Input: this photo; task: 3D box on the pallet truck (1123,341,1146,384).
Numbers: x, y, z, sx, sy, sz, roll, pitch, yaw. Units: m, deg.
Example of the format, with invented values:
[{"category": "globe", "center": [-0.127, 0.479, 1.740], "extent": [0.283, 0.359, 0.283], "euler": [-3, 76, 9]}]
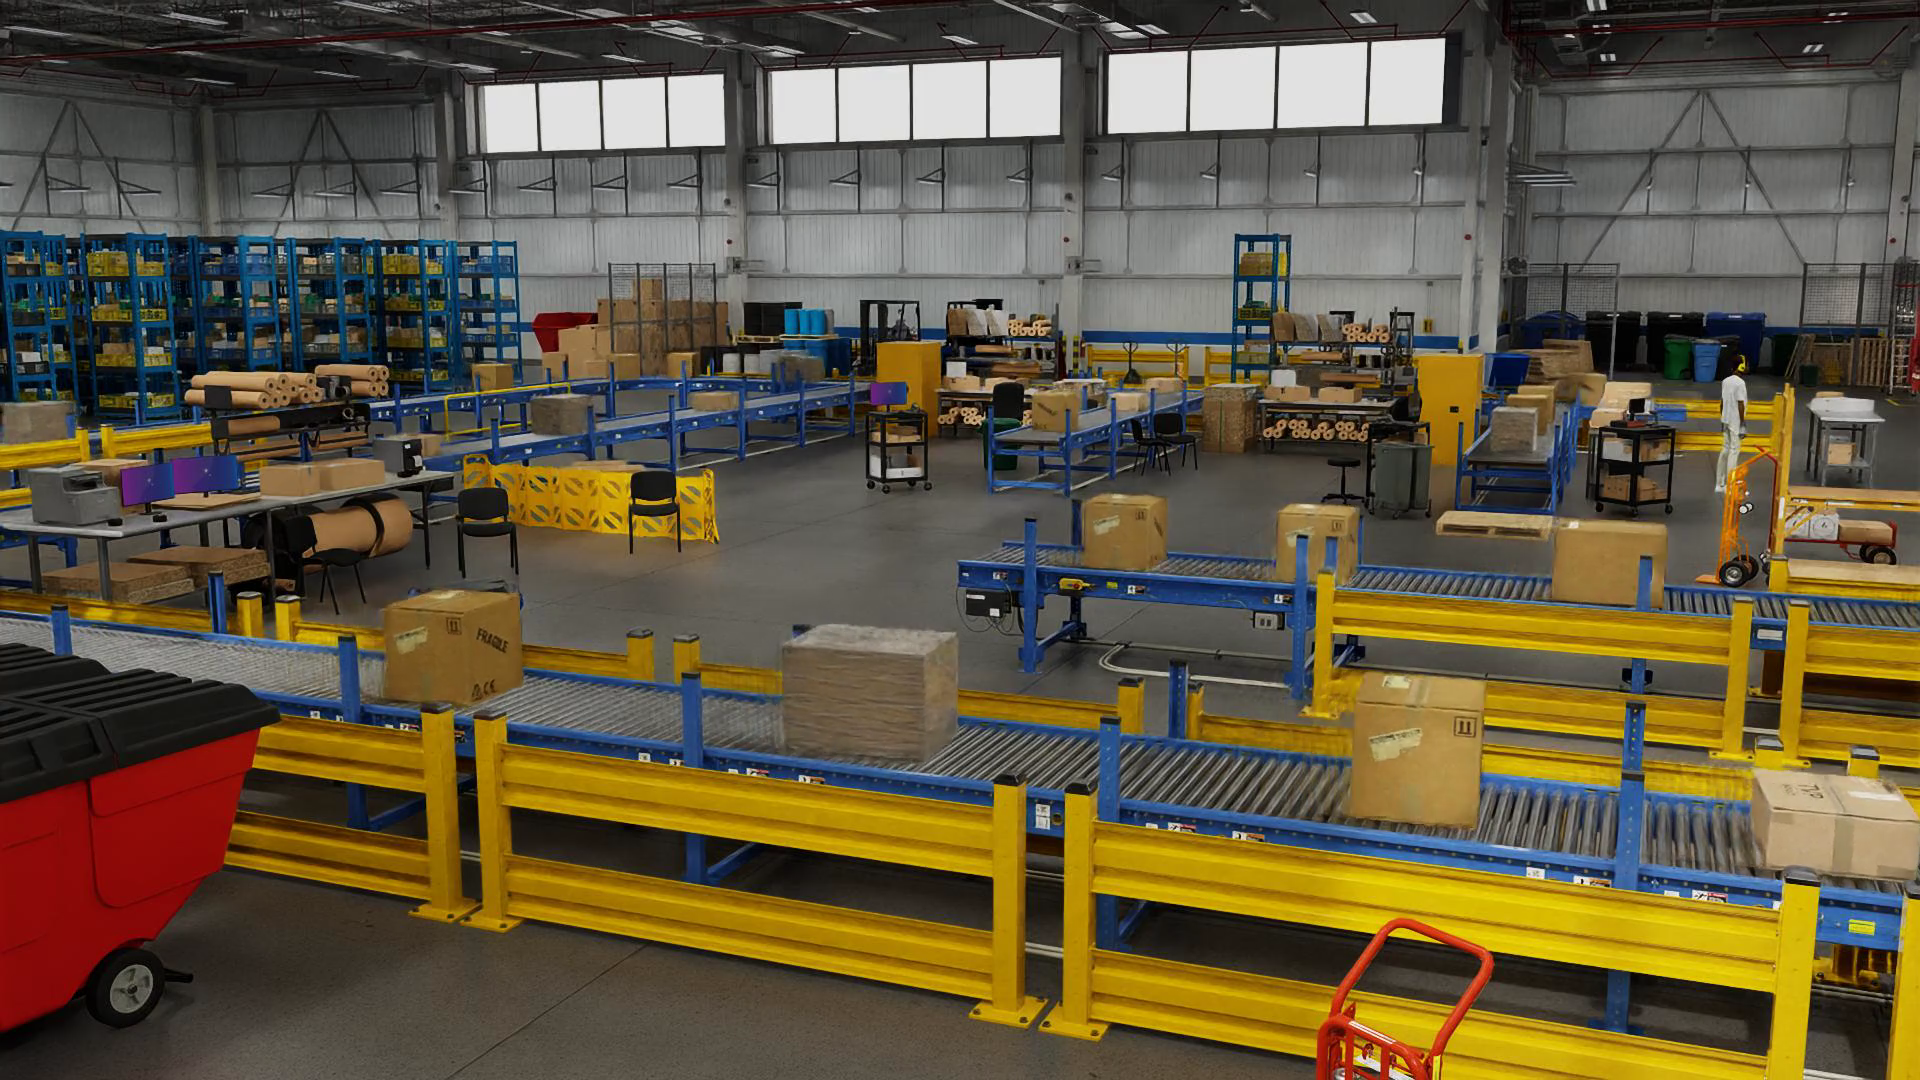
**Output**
[{"category": "pallet truck", "center": [4.445, -4.380, 41.279], "extent": [0.680, 1.201, 1.601], "euler": [4, 10, 22]}]

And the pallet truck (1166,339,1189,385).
[{"category": "pallet truck", "center": [5.418, -4.269, 40.420], "extent": [0.704, 1.261, 1.522], "euler": [3, 10, 20]}]

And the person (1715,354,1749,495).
[{"category": "person", "center": [10.287, -1.532, 22.079], "extent": [0.329, 1.874, 0.508], "euler": [-1, 9, -5]}]

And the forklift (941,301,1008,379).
[{"category": "forklift", "center": [0.365, -4.966, 41.571], "extent": [1.157, 1.987, 2.680], "euler": [3, 10, 20]}]

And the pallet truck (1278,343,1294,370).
[{"category": "pallet truck", "center": [7.886, -4.163, 39.743], "extent": [0.653, 1.274, 1.630], "euler": [4, 10, 22]}]

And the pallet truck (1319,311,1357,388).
[{"category": "pallet truck", "center": [9.071, -4.419, 39.190], "extent": [0.823, 1.965, 1.885], "euler": [5, 10, 26]}]

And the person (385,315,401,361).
[{"category": "person", "center": [-16.256, -5.832, 47.766], "extent": [0.611, 1.995, 0.380], "euler": [5, 11, 29]}]

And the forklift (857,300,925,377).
[{"category": "forklift", "center": [-1.732, -5.109, 42.468], "extent": [1.157, 1.987, 2.680], "euler": [4, 10, 22]}]

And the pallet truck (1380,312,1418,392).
[{"category": "pallet truck", "center": [10.207, -4.283, 38.369], "extent": [0.823, 1.965, 1.885], "euler": [3, 10, 20]}]
